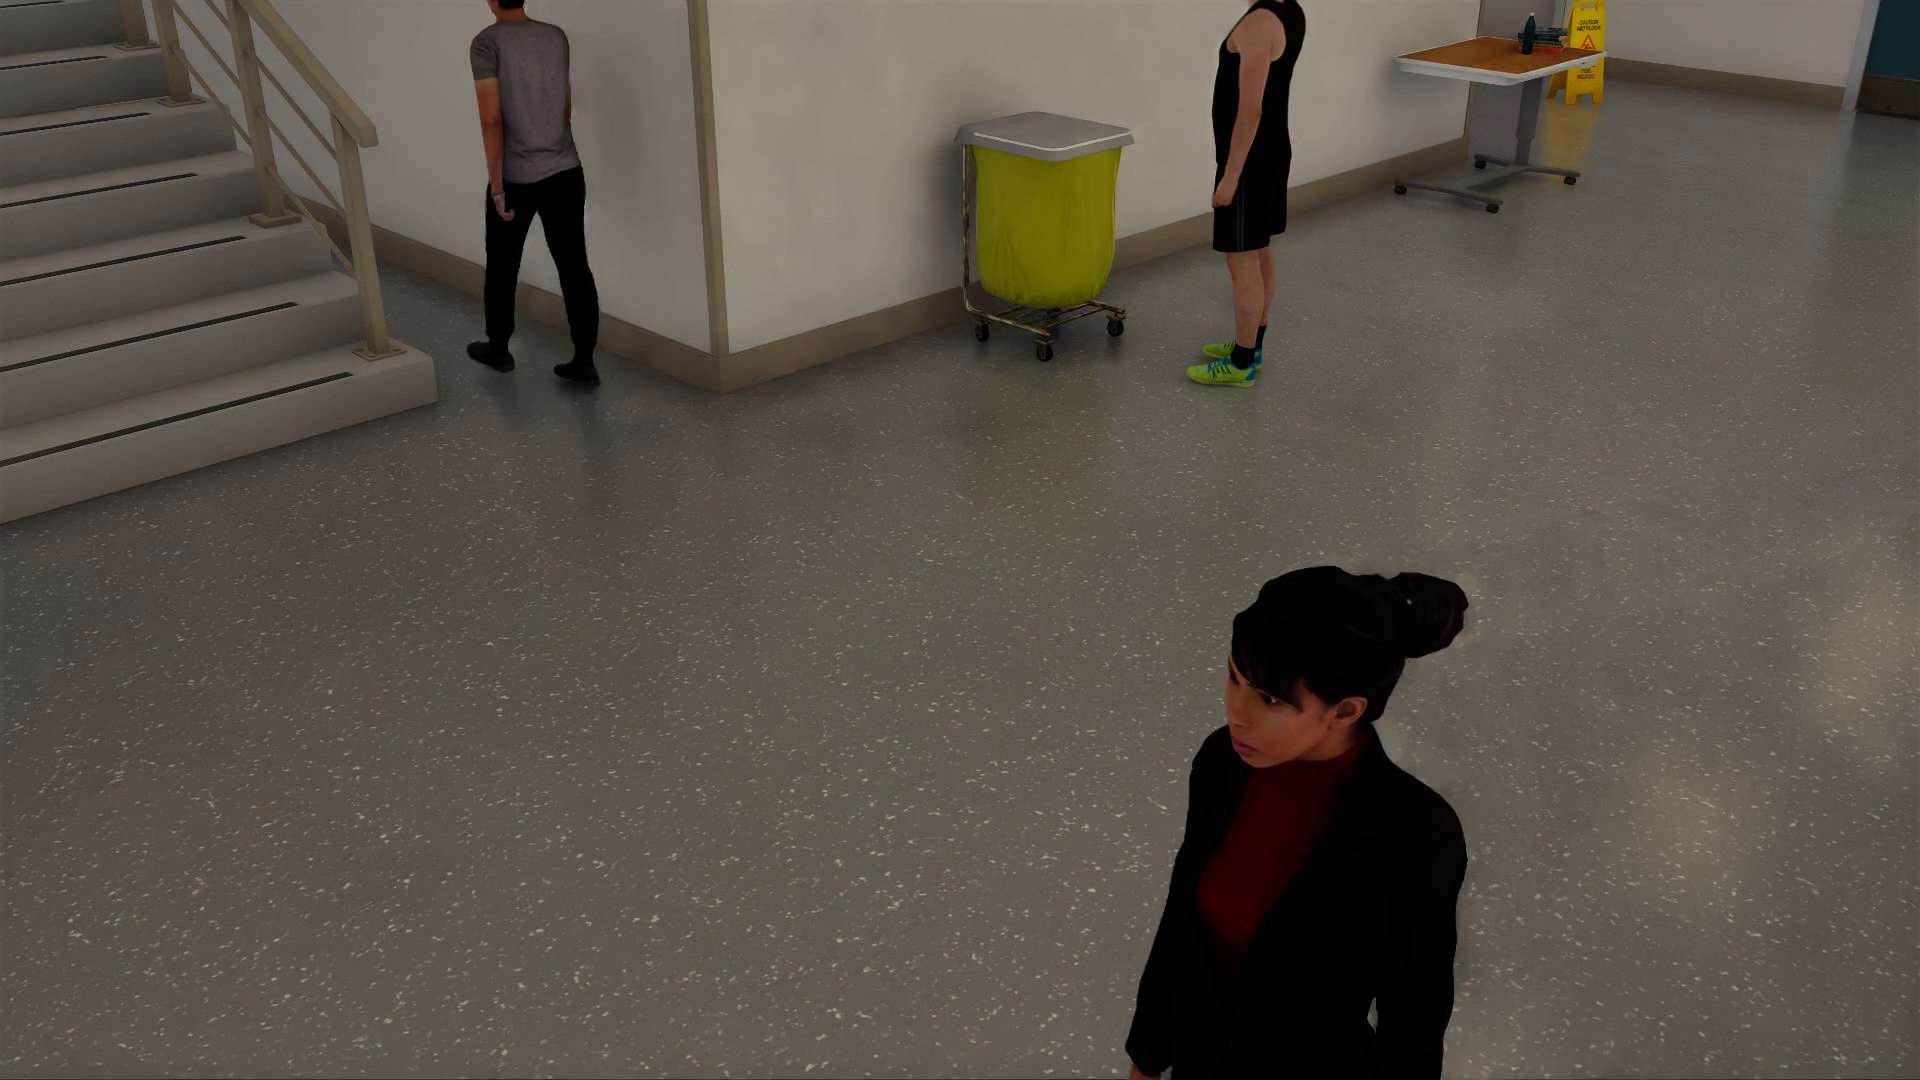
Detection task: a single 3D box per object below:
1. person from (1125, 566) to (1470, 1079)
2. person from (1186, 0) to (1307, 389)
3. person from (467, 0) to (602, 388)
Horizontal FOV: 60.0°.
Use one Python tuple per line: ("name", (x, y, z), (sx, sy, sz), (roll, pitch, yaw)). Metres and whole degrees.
("person", (0.481, 0.767, 2.268), (0.698, 1.633, 0.578), (-18, 31, -33))
("person", (1.196, -1.565, 6.805), (0.713, 1.892, 0.757), (11, 28, 22))
("person", (-1.670, -1.453, 6.759), (0.636, 1.731, 0.897), (-22, 33, -37))
